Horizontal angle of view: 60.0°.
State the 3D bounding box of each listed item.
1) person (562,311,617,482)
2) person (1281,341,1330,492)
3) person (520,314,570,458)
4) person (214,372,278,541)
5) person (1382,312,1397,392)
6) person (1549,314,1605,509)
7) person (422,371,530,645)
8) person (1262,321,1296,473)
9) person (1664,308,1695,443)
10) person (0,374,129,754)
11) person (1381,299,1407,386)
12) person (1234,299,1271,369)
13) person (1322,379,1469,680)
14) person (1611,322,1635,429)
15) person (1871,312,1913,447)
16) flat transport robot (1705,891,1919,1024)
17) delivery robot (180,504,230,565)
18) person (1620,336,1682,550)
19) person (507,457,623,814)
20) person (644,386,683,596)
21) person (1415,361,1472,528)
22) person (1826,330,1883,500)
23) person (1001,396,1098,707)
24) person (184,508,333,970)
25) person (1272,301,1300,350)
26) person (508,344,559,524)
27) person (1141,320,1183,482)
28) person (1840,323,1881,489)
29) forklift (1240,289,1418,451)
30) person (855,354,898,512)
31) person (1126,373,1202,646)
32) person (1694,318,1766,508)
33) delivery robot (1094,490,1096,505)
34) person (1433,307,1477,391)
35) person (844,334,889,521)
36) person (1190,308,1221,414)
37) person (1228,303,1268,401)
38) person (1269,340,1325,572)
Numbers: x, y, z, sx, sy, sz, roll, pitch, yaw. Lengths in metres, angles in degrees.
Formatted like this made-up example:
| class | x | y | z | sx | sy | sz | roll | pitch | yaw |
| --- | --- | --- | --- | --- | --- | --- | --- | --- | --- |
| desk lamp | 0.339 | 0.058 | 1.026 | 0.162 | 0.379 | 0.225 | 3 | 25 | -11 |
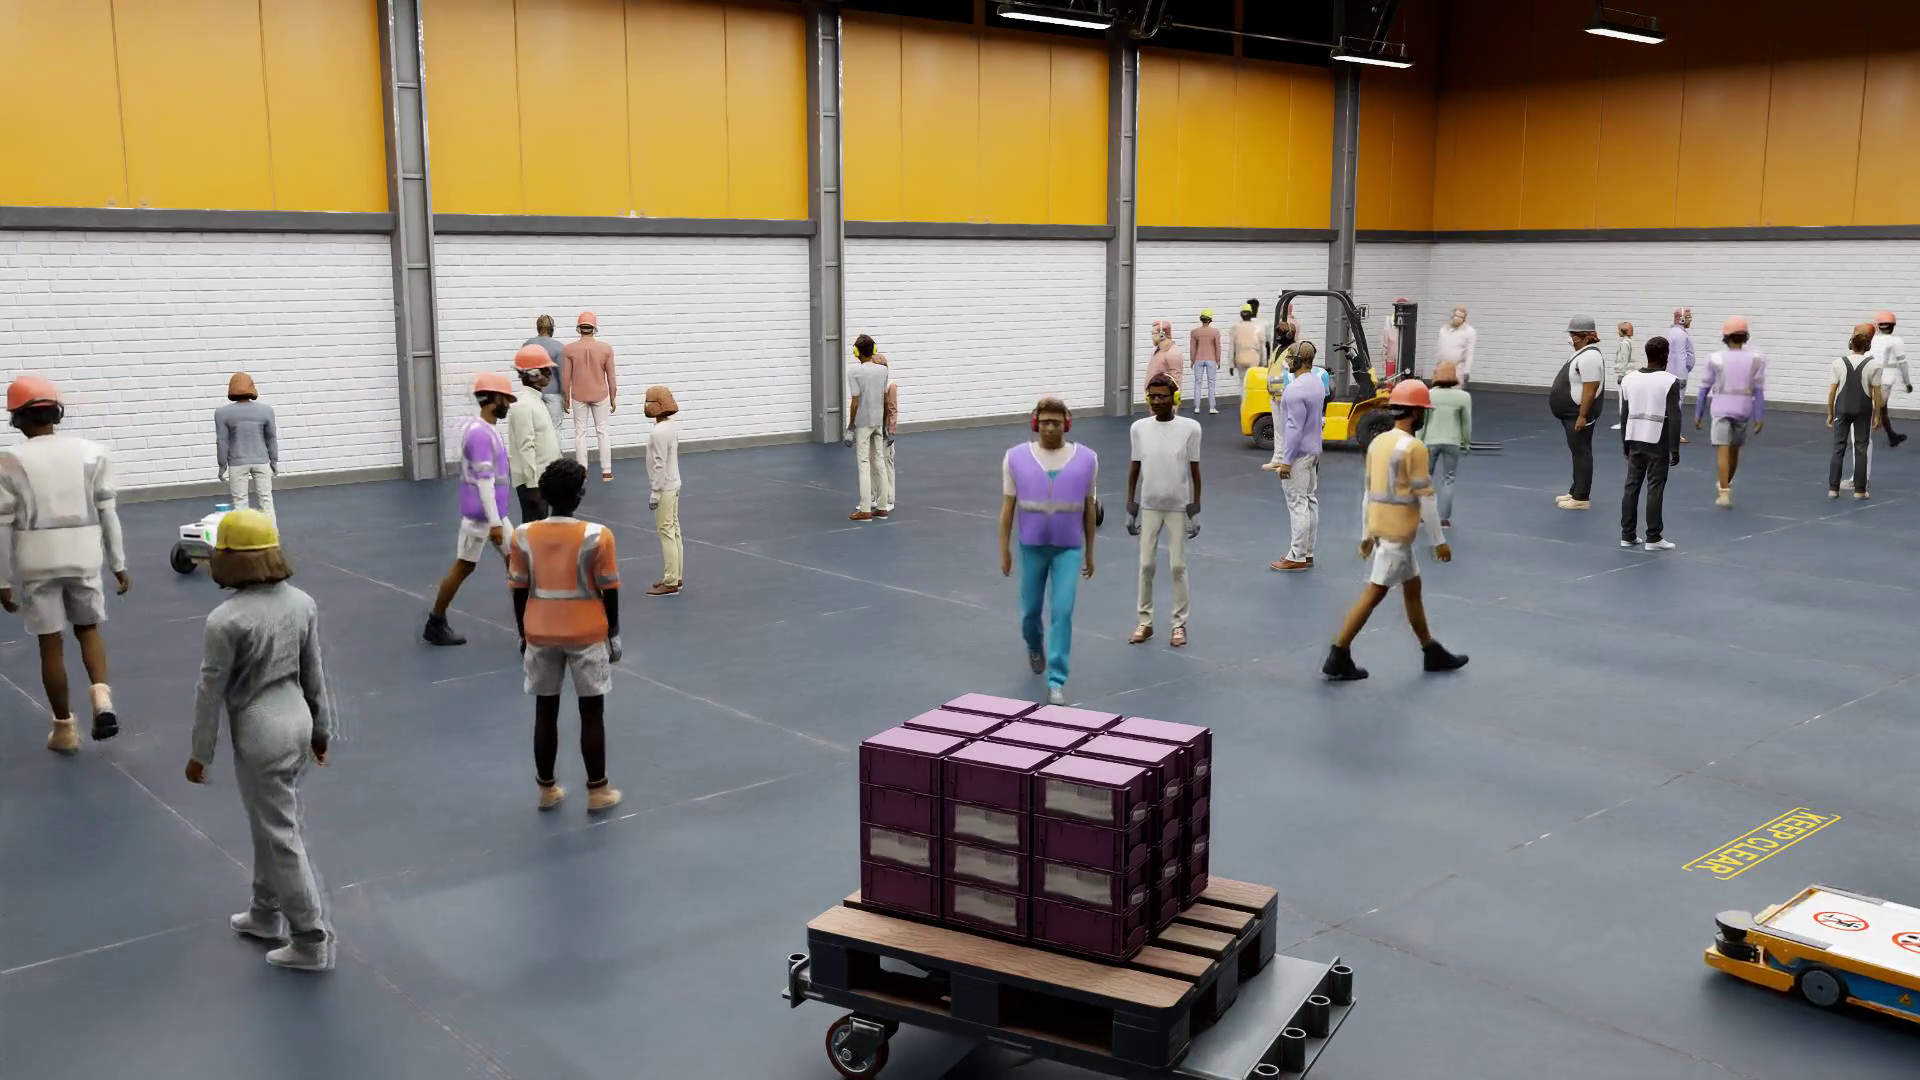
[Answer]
| class | x | y | z | sx | sy | sz | roll | pitch | yaw |
| --- | --- | --- | --- | --- | --- | --- | --- | --- | --- |
| person | -4.330 | -1.669 | 19.442 | 0.622 | 1.992 | 0.395 | -3 | 10 | -16 |
| person | 3.863 | -1.388 | 18.666 | 0.540 | 1.697 | 0.317 | 5 | 11 | 26 |
| person | -4.983 | -1.745 | 20.054 | 0.635 | 1.937 | 0.353 | 3 | 10 | 19 |
| person | -6.193 | -0.638 | 14.465 | 0.502 | 1.631 | 0.285 | -6 | 12 | -33 |
| person | 7.274 | -2.957 | 27.661 | 0.523 | 1.767 | 0.313 | 4 | 11 | 23 |
| person | 6.452 | -1.349 | 17.438 | 0.536 | 2.000 | 0.688 | 3 | 10 | 17 |
| person | -3.194 | -0.197 | 11.226 | 1.039 | 1.862 | 0.609 | 0 | 10 | -2 |
| person | 3.959 | -1.743 | 20.325 | 0.429 | 1.843 | 0.632 | -3 | 10 | -18 |
| person | 10.192 | -2.332 | 23.588 | 0.409 | 1.909 | 0.639 | 1 | 10 | 8 |
| person | -4.768 | 0.135 | 8.811 | 0.645 | 2.019 | 0.548 | -9 | 13 | -43 |
| person | 8.068 | -3.498 | 30.592 | 0.600 | 1.846 | 0.878 | 3 | 10 | 17 |
| person | 4.857 | -3.052 | 27.761 | 0.612 | 1.915 | 1.014 | 0 | 10 | 3 |
| person | 2.723 | -0.058 | 10.376 | 1.018 | 1.884 | 0.552 | -1 | 10 | -9 |
| person | 10.130 | -2.501 | 25.363 | 0.311 | 1.636 | 0.523 | 6 | 11 | 30 |
| person | 12.654 | -2.178 | 22.776 | 1.051 | 1.871 | 0.552 | -4 | 10 | -20 |
| flat transport robot | 3.460 | 1.522 | 5.804 | 0.652 | 0.197 | 1.431 | -9 | 13 | -43 |
| delivery robot | -6.174 | -0.058 | 13.948 | 0.477 | 0.478 | 0.707 | 3 | 10 | 19 |
| person | 6.209 | -0.869 | 14.987 | 0.392 | 1.919 | 0.593 | -6 | 11 | -32 |
| person | -1.853 | 0.456 | 7.874 | 0.540 | 1.695 | 0.317 | 1 | 10 | 7 |
| person | -2.319 | -0.384 | 12.976 | 0.285 | 1.633 | 0.497 | 0 | 10 | 2 |
| person | 4.676 | -0.915 | 16.109 | 0.520 | 1.632 | 0.358 | 3 | 10 | 17 |
| person | 9.690 | -1.354 | 18.035 | 0.520 | 1.844 | 0.331 | 7 | 12 | 36 |
| person | 0.533 | 0.033 | 9.997 | 0.573 | 1.820 | 0.781 | 0 | 10 | 1 |
| person | -2.652 | 0.737 | 6.176 | 0.717 | 1.719 | 0.490 | 3 | 10 | 18 |
| person | 5.288 | -2.935 | 27.116 | 0.403 | 1.906 | 0.652 | 5 | 11 | 28 |
| person | -3.111 | -0.435 | 12.221 | 0.381 | 1.995 | 0.612 | -1 | 10 | -8 |
| person | 2.316 | -1.569 | 19.132 | 0.403 | 1.901 | 0.651 | -2 | 10 | -13 |
| person | 10.194 | -1.505 | 18.809 | 0.337 | 1.883 | 0.584 | 8 | 12 | 39 |
| forklift | 5.034 | -2.339 | 22.783 | 2.313 | 2.155 | 1.214 | 3 | 10 | 16 |
| person | -0.852 | -1.106 | 17.188 | 0.514 | 1.641 | 0.309 | 8 | 12 | 39 |
| person | 1.386 | -0.206 | 11.280 | 0.525 | 1.863 | 0.320 | 4 | 10 | 20 |
| person | 8.153 | -1.353 | 17.647 | 0.632 | 1.984 | 1.068 | 2 | 10 | 11 |
| delivery robot | 1.090 | -0.480 | 16.419 | 0.477 | 0.478 | 0.707 | -2 | 10 | -12 |
| person | 7.480 | -2.594 | 25.222 | 0.440 | 1.880 | 0.685 | -9 | 13 | -43 |
| person | -0.928 | -1.117 | 16.601 | 0.518 | 1.865 | 0.329 | -8 | 13 | -41 |
| person | 4.108 | -2.987 | 27.830 | 0.522 | 1.769 | 0.317 | 4 | 10 | 20 |
| person | 4.605 | -2.844 | 26.647 | 0.654 | 1.883 | 0.638 | 3 | 10 | 19 |
| person | 2.834 | -0.698 | 13.924 | 0.372 | 1.940 | 0.631 | 5 | 11 | 28 |
